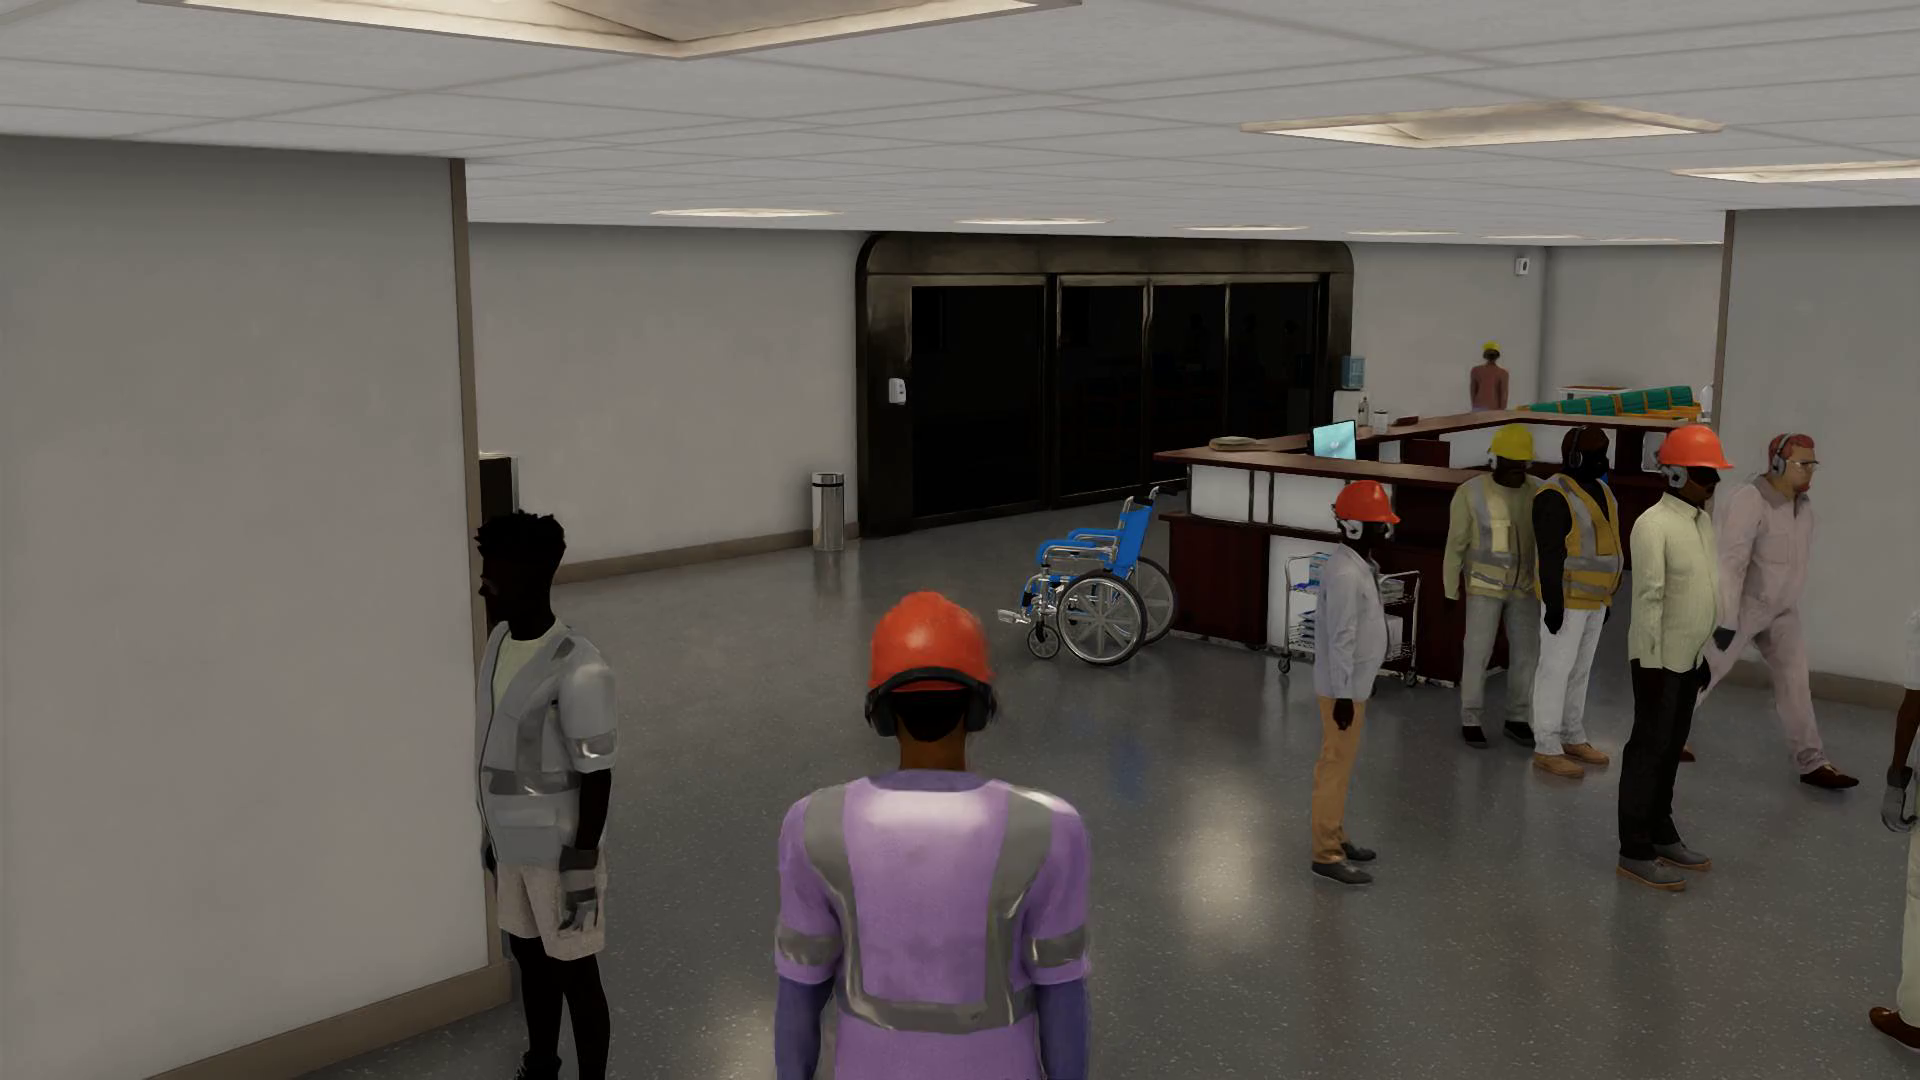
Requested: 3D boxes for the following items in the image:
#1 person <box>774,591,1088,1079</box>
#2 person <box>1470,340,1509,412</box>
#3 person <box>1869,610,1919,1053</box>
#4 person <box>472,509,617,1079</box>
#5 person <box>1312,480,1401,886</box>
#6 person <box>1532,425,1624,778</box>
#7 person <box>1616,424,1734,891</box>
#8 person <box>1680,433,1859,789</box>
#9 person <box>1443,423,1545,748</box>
[{"bbox_3d":[-0.050,1.108,3.352,0.620,2.029,0.418,2,9,9],"label":"person"},{"bbox_3d":[6.837,-1.702,21.533,0.521,1.779,0.507,7,11,35],"label":"person"},{"bbox_3d":[3.393,0.823,5.635,0.512,1.858,0.322,0,9,2],"label":"person"},{"bbox_3d":[-1.247,0.879,4.940,0.369,1.967,0.600,-8,12,-42],"label":"person"},{"bbox_3d":[1.723,0.605,7.274,0.342,1.751,0.564,3,10,19],"label":"person"},{"bbox_3d":[3.267,0.314,8.799,0.627,1.844,0.429,-9,13,-44],"label":"person"},{"bbox_3d":[3.090,0.494,7.212,0.376,1.996,0.612,9,13,42],"label":"person"},{"bbox_3d":[4.144,0.342,8.695,0.656,1.832,1.076,-5,11,-28],"label":"person"},{"bbox_3d":[2.991,0.256,9.216,0.618,1.819,0.417,-1,9,-4],"label":"person"}]
